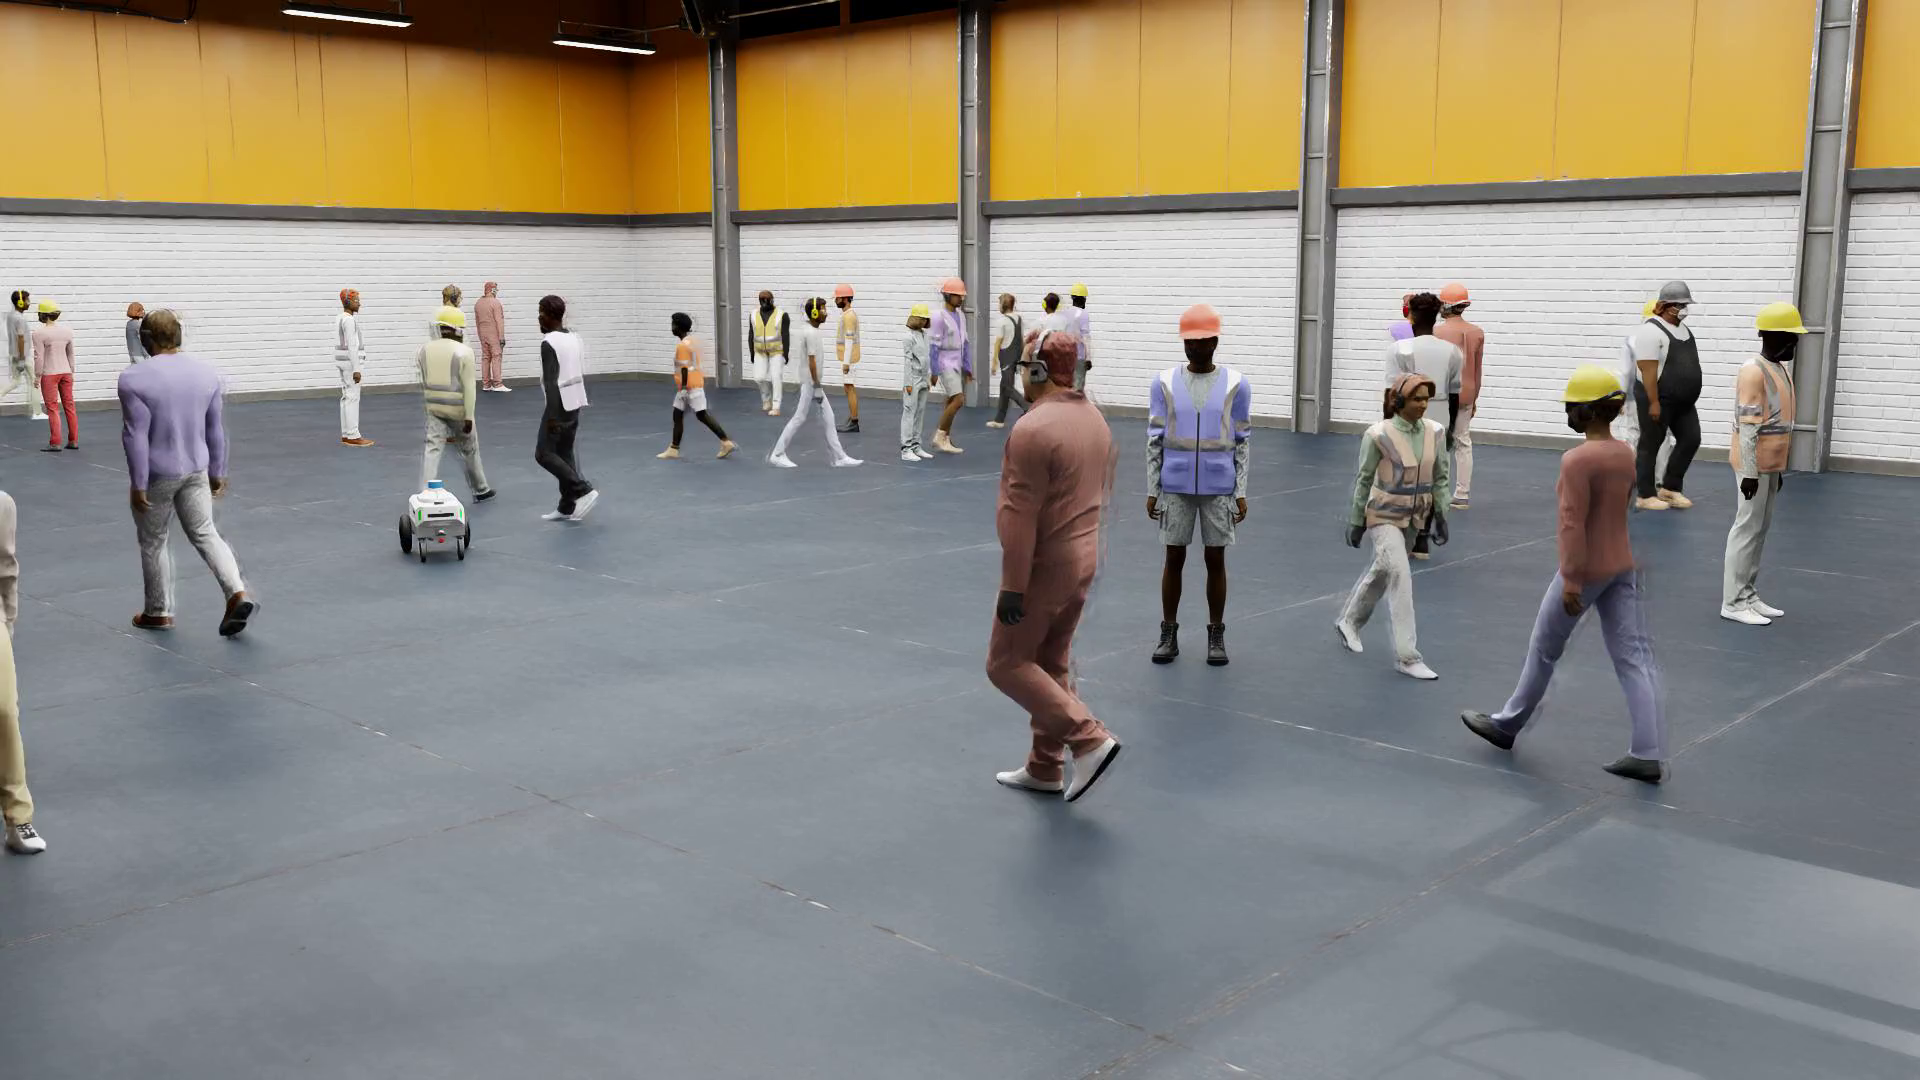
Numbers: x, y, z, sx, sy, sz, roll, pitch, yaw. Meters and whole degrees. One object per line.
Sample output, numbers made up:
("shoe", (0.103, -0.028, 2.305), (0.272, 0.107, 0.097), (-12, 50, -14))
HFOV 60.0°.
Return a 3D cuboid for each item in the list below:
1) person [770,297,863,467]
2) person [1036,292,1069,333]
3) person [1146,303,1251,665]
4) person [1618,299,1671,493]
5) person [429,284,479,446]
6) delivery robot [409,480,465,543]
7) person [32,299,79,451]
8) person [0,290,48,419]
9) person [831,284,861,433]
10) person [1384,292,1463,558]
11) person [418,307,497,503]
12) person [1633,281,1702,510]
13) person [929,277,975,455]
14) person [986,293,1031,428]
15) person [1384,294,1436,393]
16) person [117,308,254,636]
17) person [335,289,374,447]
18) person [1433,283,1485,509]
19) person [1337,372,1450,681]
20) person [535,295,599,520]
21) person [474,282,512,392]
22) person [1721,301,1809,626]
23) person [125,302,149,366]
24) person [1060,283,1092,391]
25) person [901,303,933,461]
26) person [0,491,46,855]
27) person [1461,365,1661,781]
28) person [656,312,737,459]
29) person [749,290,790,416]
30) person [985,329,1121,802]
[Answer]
("person", (-1.579, -1.667, 17.712), (0.990, 1.830, 0.551), (0, 9, 2))
("person", (1.228, -2.291, 21.544), (0.517, 1.829, 0.912), (-5, 10, -27))
("person", (1.270, -0.290, 8.904), (0.551, 1.936, 0.356), (2, 9, 10))
("person", (6.544, -1.358, 15.766), (0.601, 1.832, 0.404), (2, 10, 13))
("person", (-6.091, -2.091, 19.965), (0.627, 1.934, 0.370), (7, 12, 37))
("delivery robot", (-3.874, -0.201, 12.302), (0.477, 0.478, 0.707), (-4, 10, -22))
("person", (-10.548, -1.913, 19.371), (0.300, 1.772, 0.532), (4, 10, 21))
("person", (-13.213, -2.565, 23.217), (0.512, 1.837, 0.846), (8, 12, 40))
("person", (-1.480, -2.358, 21.628), (0.379, 1.932, 0.544), (-1, 9, -5))
("person", (3.351, -0.841, 12.233), (0.650, 1.949, 0.478), (-2, 9, -11))
("person", (-4.516, -1.166, 14.755), (0.600, 1.783, 0.930), (3, 10, 17))
("person", (6.216, -1.262, 14.547), (0.697, 2.000, 0.590), (-6, 11, -33))
("person", (-0.083, -1.964, 18.908), (0.434, 2.026, 0.606), (4, 10, 25))
("person", (0.706, -2.350, 21.945), (0.875, 1.816, 0.522), (7, 12, 38))
("person", (4.858, -1.718, 17.932), (0.567, 1.849, 0.389), (-2, 9, -12))
("person", (-4.489, -0.383, 9.590), (0.937, 1.908, 0.642), (6, 11, 32))
("person", (-7.285, -2.058, 19.907), (0.340, 1.882, 0.585), (-6, 11, -31))
("person", (4.299, -1.245, 14.580), (0.615, 1.997, 0.373), (-4, 10, -25))
("person", (2.296, -0.111, 8.896), (0.504, 1.589, 0.891), (-5, 10, -27))
("person", (-3.308, -1.087, 13.893), (0.479, 1.907, 0.589), (2, 9, 10))
("person", (-8.072, -3.506, 28.742), (0.638, 1.903, 0.408), (6, 11, 35))
("person", (4.830, -0.460, 9.980), (0.375, 1.925, 0.595), (8, 12, 39))
("person", (-12.111, -2.693, 24.556), (0.507, 1.636, 0.273), (8, 12, 39))
("person", (1.582, -2.503, 22.503), (0.366, 1.926, 0.594), (-6, 11, -34))
("person", (-0.464, -1.757, 18.502), (0.323, 1.741, 0.490), (4, 10, 25))
("person", (-3.722, 0.332, 6.129), (0.820, 1.597, 0.499), (8, 12, 40))
("person", (2.624, 0.122, 7.045), (0.549, 1.712, 0.915), (-7, 11, -36))
("person", (-2.922, -1.703, 18.458), (0.876, 1.659, 0.537), (-1, 9, -6))
("person", (-2.759, -2.708, 24.080), (0.650, 1.824, 0.460), (2, 9, 11))
("person", (0.375, 0.121, 6.533), (0.528, 1.890, 0.671), (5, 11, 28))
